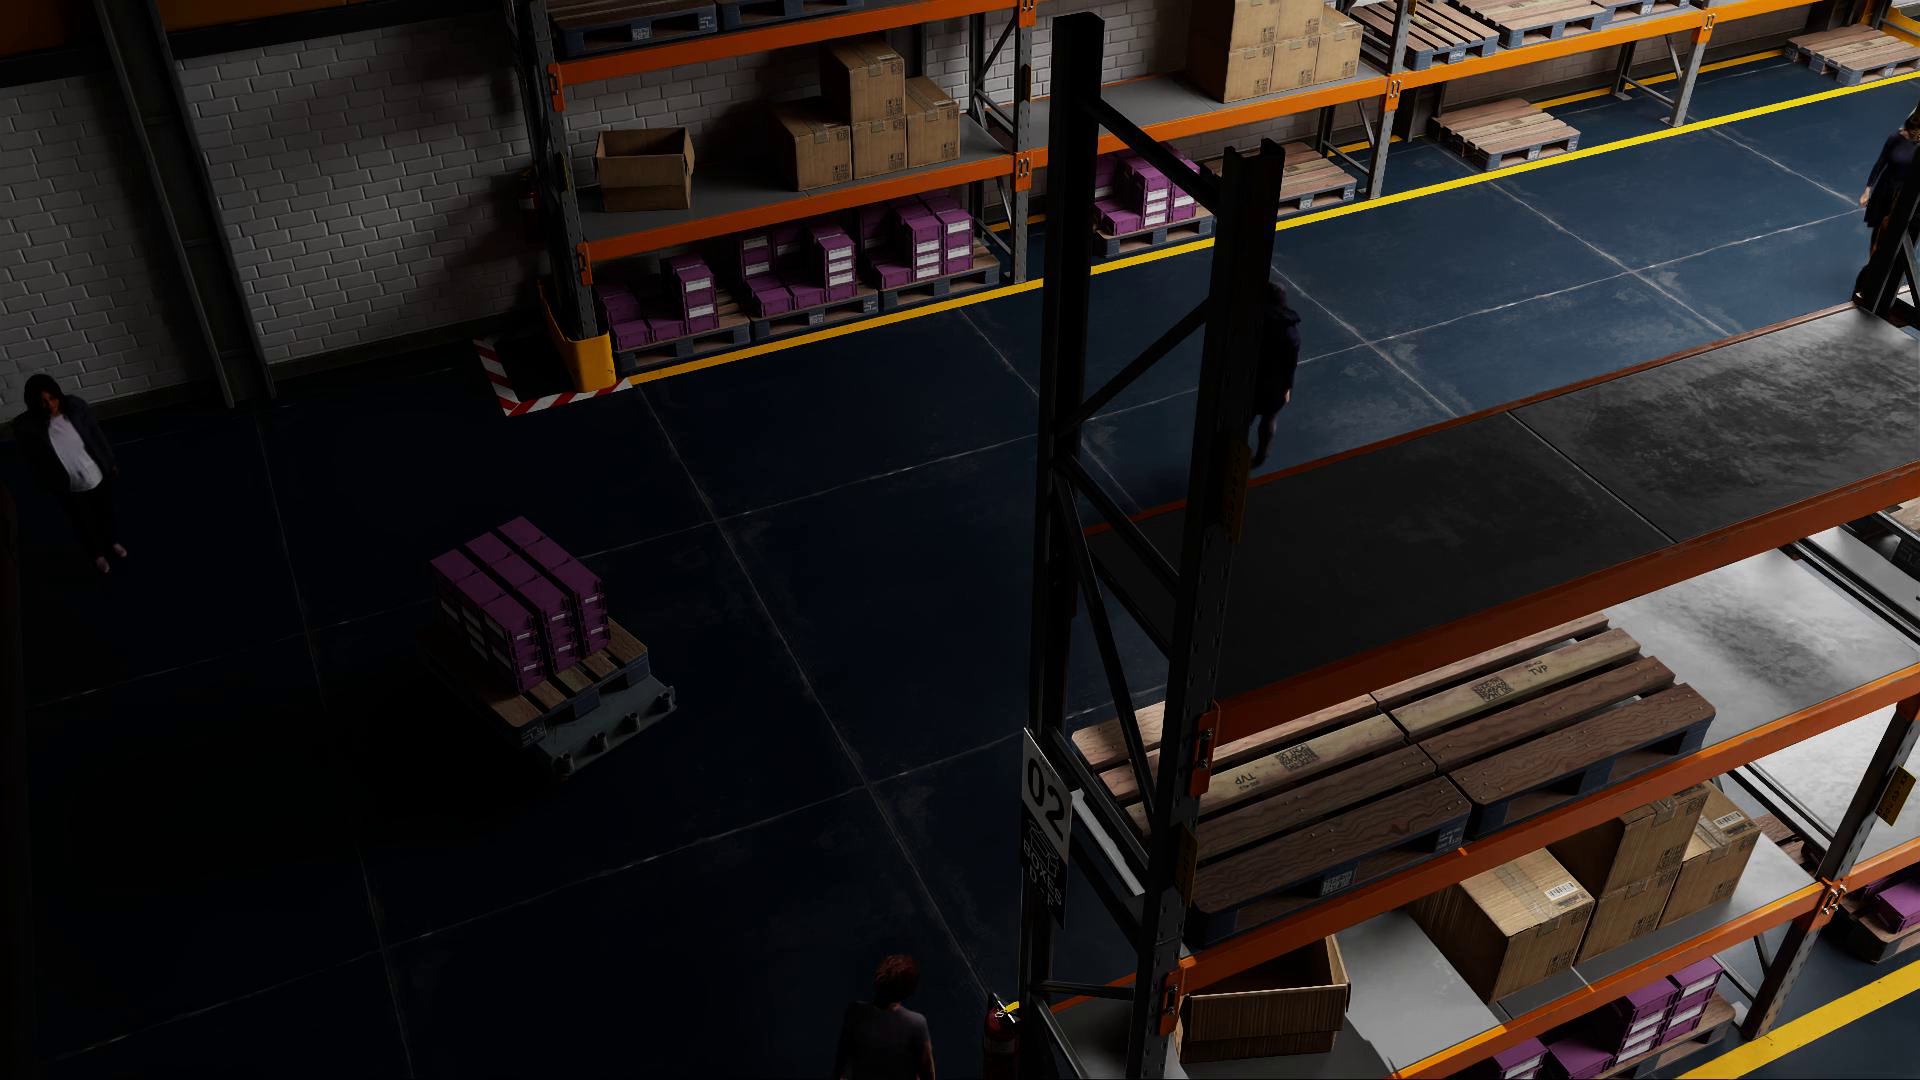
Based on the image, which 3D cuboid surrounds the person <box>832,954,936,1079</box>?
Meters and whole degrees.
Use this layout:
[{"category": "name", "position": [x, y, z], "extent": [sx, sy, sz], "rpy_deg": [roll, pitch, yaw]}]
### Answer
[{"category": "person", "position": [-0.350, 2.622, 7.855], "extent": [0.870, 1.633, 0.929], "rpy_deg": [5, 39, 6]}]

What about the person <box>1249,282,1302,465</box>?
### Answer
[{"category": "person", "position": [2.250, -1.158, 12.576], "extent": [0.996, 1.650, 1.122], "rpy_deg": [20, 43, 23]}]

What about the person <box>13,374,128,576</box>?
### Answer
[{"category": "person", "position": [-6.311, -0.513, 11.820], "extent": [0.846, 1.585, 0.739], "rpy_deg": [27, 46, 30]}]

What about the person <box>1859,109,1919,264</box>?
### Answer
[{"category": "person", "position": [8.395, -3.096, 14.941], "extent": [0.871, 1.726, 1.020], "rpy_deg": [26, 45, 29]}]
